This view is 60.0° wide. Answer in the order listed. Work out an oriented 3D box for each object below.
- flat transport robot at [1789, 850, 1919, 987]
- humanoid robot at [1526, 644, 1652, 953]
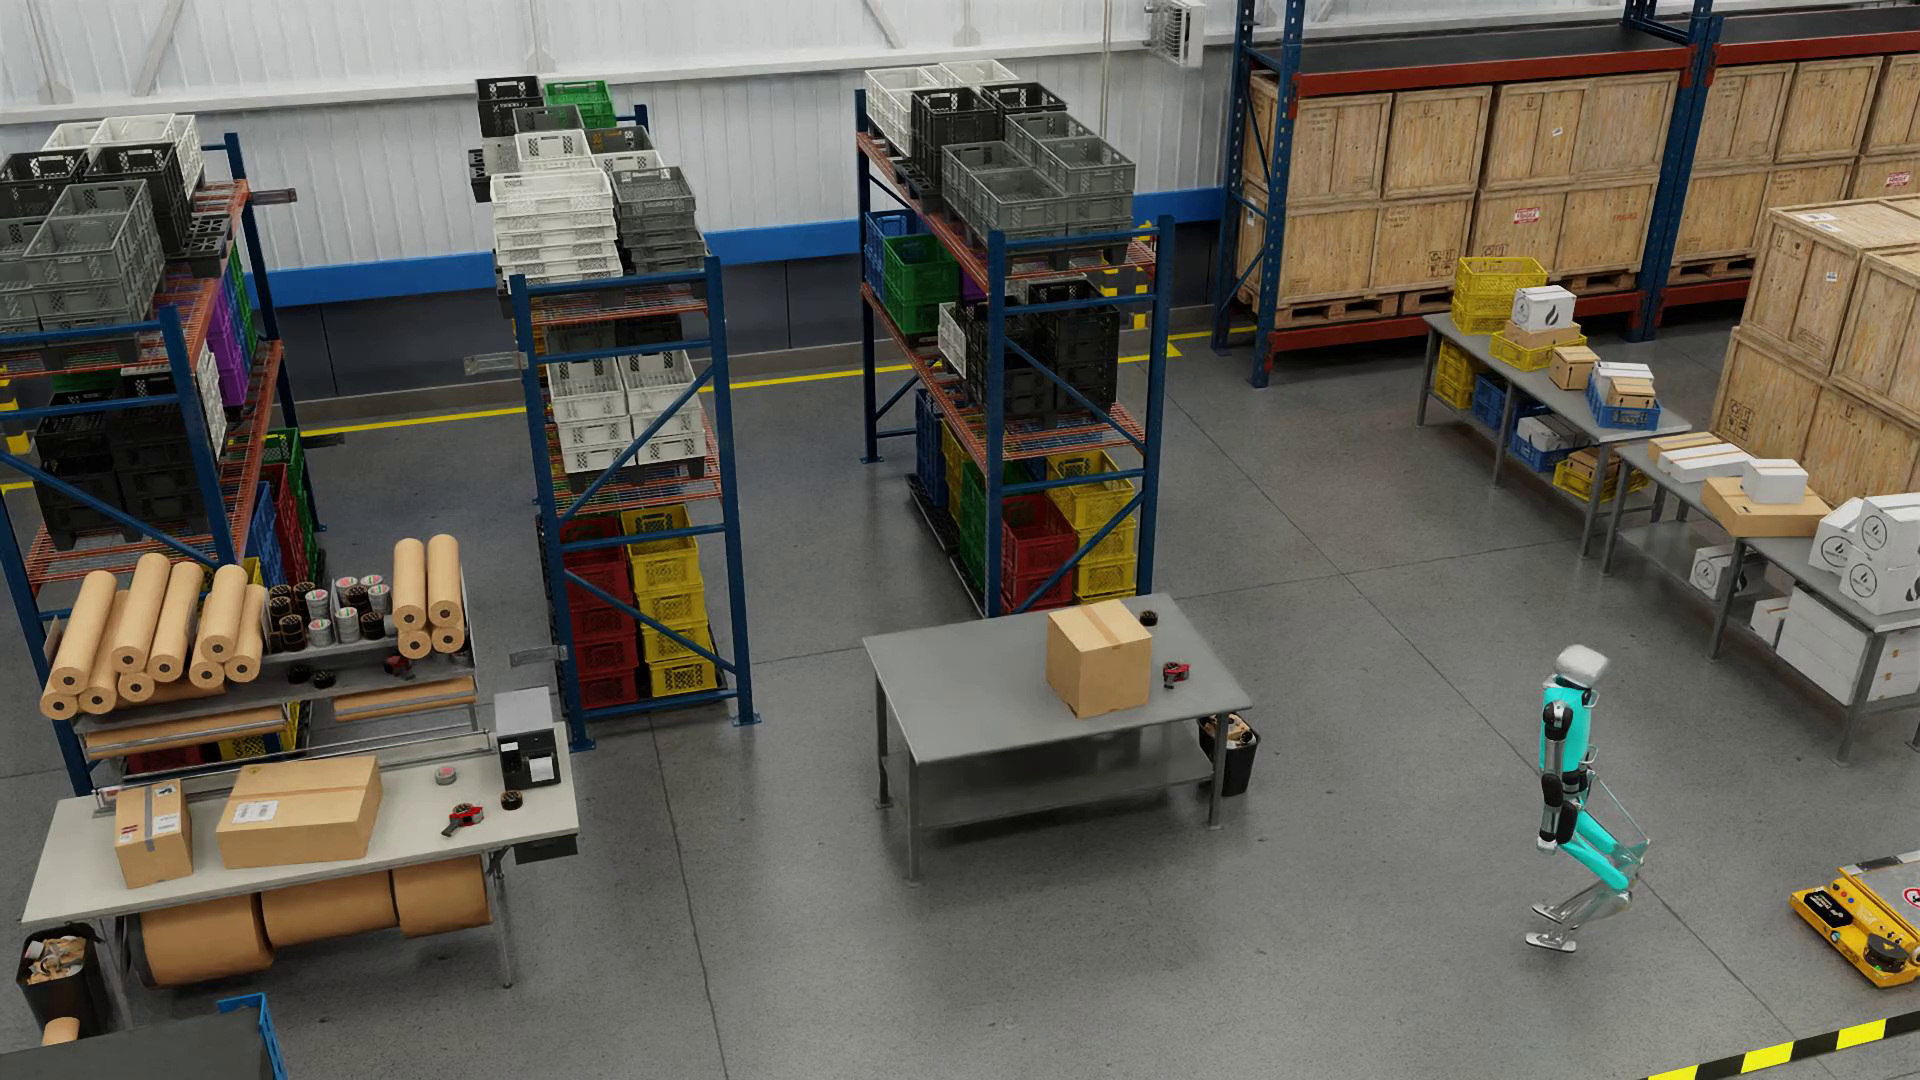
[{"bbox_3d":[5.163,1.916,8.676,1.431,0.231,0.659,-8,30,-14],"label":"flat transport robot"},{"bbox_3d":[3.115,1.316,8.103,0.735,1.677,0.533,16,32,26],"label":"humanoid robot"}]
